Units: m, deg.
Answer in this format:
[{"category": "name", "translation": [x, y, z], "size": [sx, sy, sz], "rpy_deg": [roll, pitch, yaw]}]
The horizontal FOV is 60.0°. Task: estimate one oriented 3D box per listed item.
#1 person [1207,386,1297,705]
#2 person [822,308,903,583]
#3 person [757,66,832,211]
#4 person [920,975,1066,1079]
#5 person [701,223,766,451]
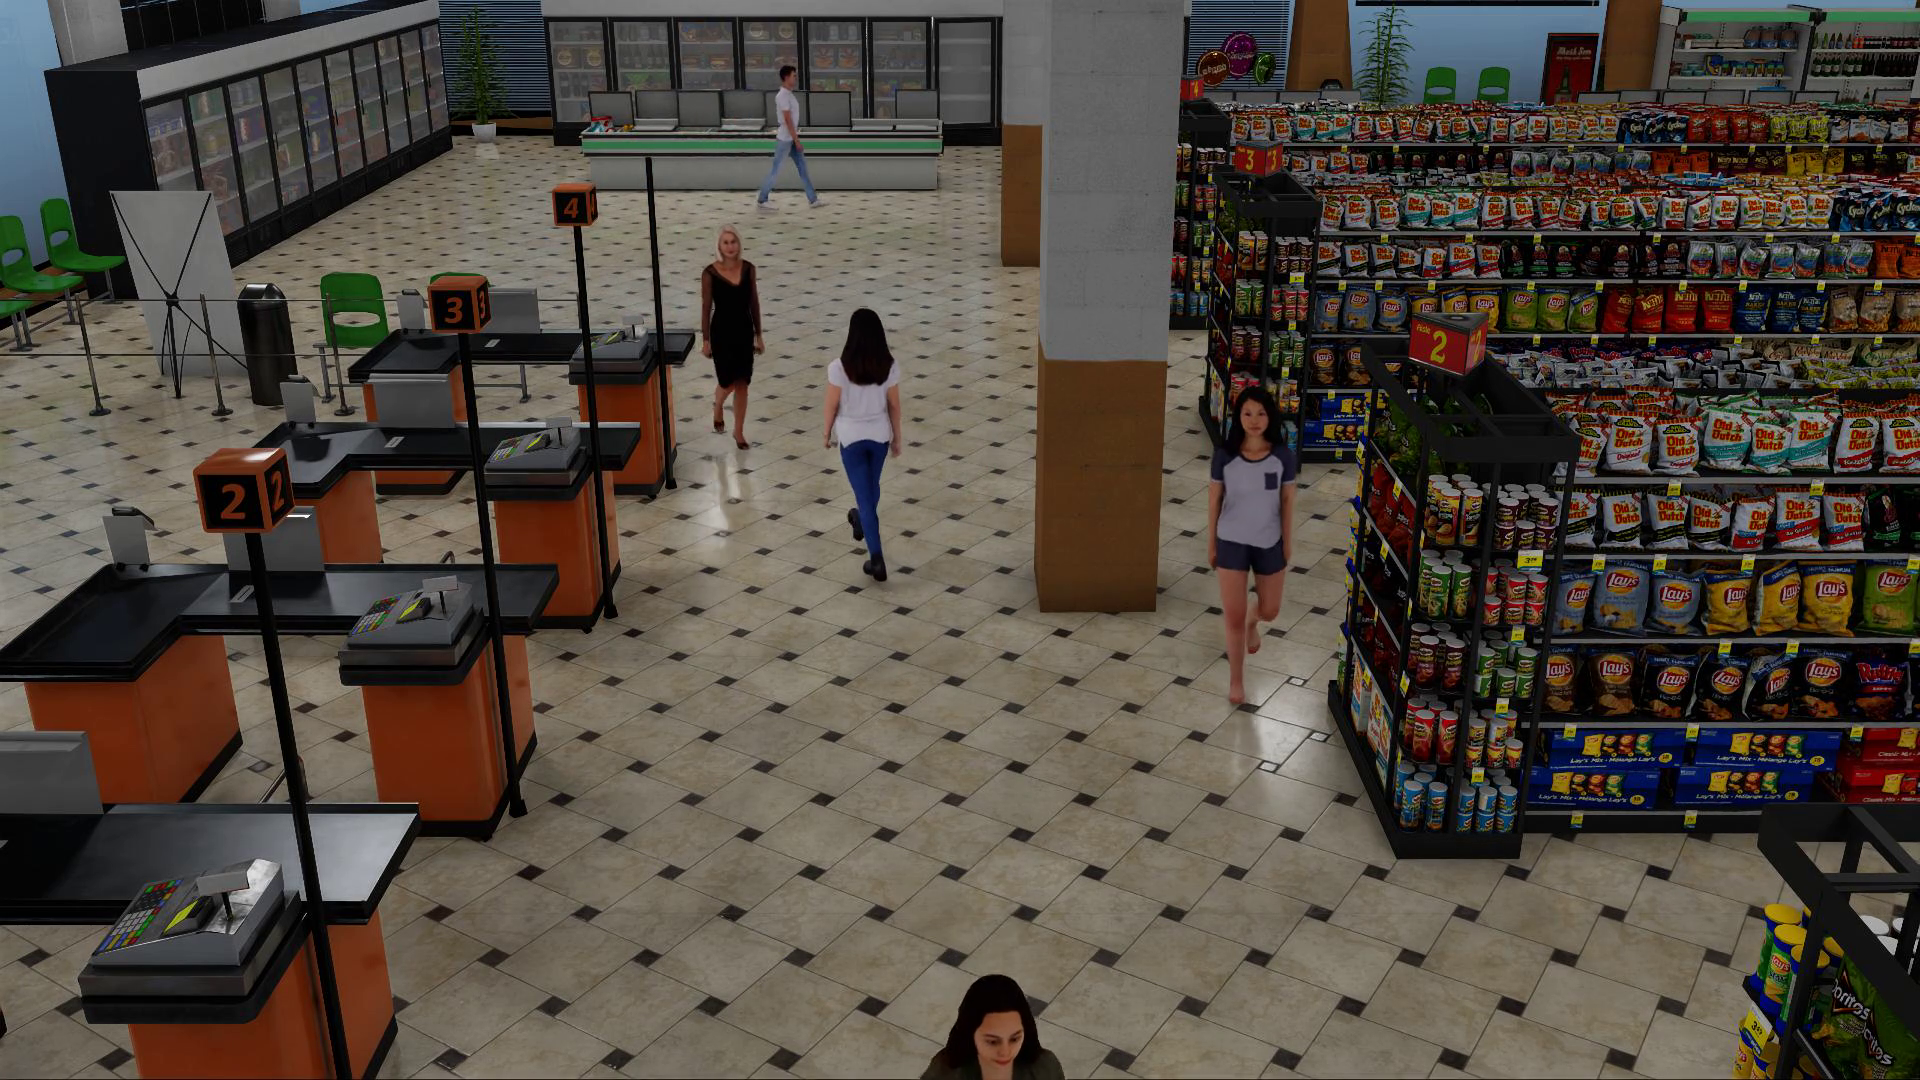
[{"category": "person", "translation": [1.537, -0.004, 8.784], "size": [0.822, 1.689, 0.698], "rpy_deg": [2, 22, 5]}, {"category": "person", "translation": [-0.556, -0.529, 10.159], "size": [1.126, 1.638, 0.984], "rpy_deg": [-10, 24, -23]}, {"category": "person", "translation": [-2.303, -5.091, 21.288], "size": [1.203, 1.805, 0.738], "rpy_deg": [2, 22, 6]}, {"category": "person", "translation": [0.084, 1.792, 4.623], "size": [0.831, 1.460, 0.713], "rpy_deg": [-3, 22, -6]}, {"category": "person", "translation": [-1.750, -1.534, 12.531], "size": [0.791, 1.734, 0.839], "rpy_deg": [-13, 25, -29]}]
